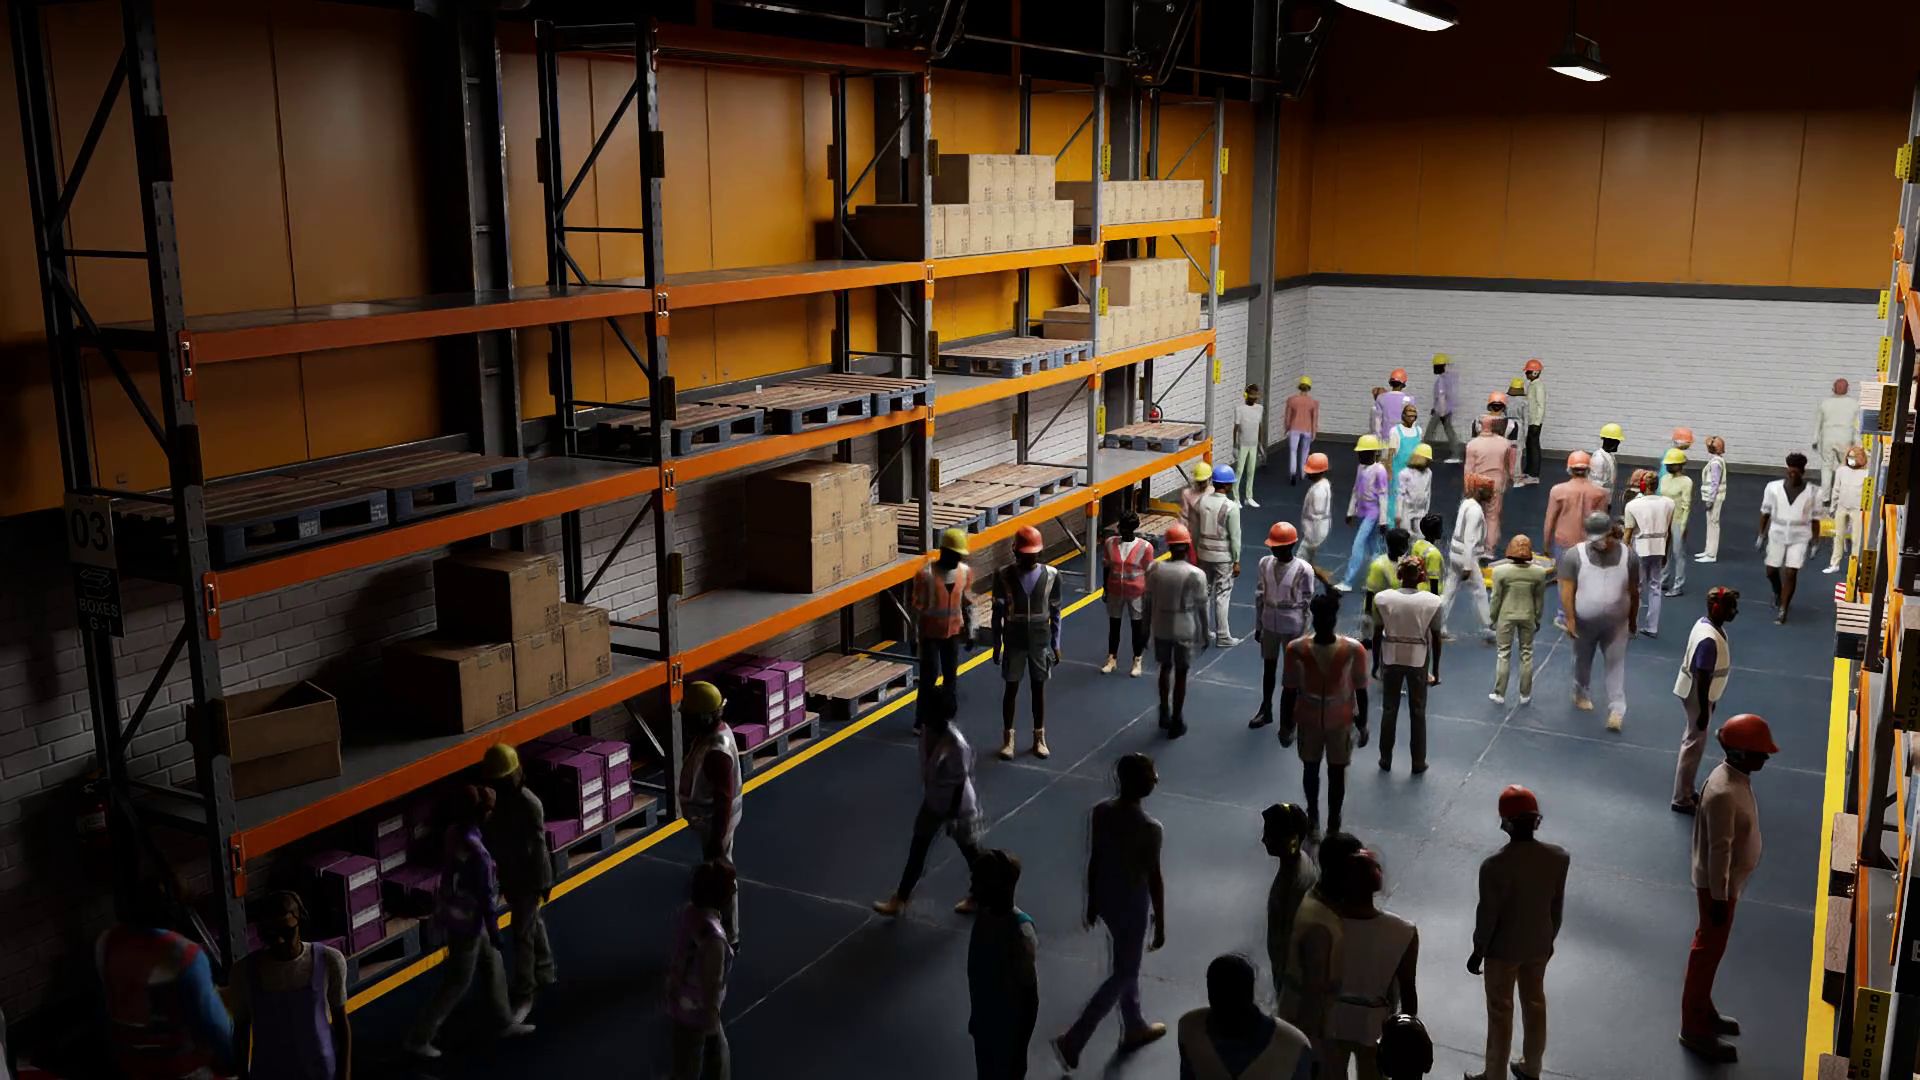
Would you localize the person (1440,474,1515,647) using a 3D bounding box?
[{"bbox_3d":[5.465,0.215,17.577,0.933,1.838,0.613,1,13,6],"label":"person"}]

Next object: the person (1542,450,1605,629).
[{"bbox_3d":[6.714,-0.001,18.261,0.614,1.979,0.433,0,13,-2],"label":"person"}]

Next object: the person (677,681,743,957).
[{"bbox_3d":[-1.592,1.778,10.627,0.403,1.827,0.601,-3,13,-13],"label":"person"}]

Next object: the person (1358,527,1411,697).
[{"bbox_3d":[3.986,0.648,16.047,0.548,1.664,0.758,-10,16,-39],"label":"person"}]

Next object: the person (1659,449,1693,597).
[{"bbox_3d":[8.424,-0.210,19.692,0.339,1.761,0.524,-4,13,-16],"label":"person"}]

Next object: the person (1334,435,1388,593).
[{"bbox_3d":[4.750,-0.303,19.797,0.895,1.886,0.606,-2,13,-10],"label":"person"}]

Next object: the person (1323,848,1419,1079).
[{"bbox_3d":[1.884,2.382,7.993,0.585,1.858,0.406,4,13,17],"label":"person"}]

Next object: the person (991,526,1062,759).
[{"bbox_3d":[0.570,0.874,14.197,0.612,2.041,0.380,-1,13,-5],"label":"person"}]

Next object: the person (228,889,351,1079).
[{"bbox_3d":[-3.016,2.455,7.560,0.506,1.846,0.346,-5,13,-20],"label":"person"}]

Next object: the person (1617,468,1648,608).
[{"bbox_3d":[7.781,-0.023,19.141,0.502,1.617,0.531,-2,13,-8],"label":"person"}]

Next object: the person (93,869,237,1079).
[{"bbox_3d":[-3.728,2.412,7.822,0.671,1.818,0.450,6,14,24],"label":"person"}]

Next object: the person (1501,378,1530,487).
[{"bbox_3d":[8.804,-1.712,26.449,0.489,1.744,0.295,9,15,35],"label":"person"}]

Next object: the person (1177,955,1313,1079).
[{"bbox_3d":[1.229,2.558,7.094,0.603,1.869,0.727,6,14,25],"label":"person"}]

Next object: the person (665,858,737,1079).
[{"bbox_3d":[-1.411,2.394,8.404,0.703,1.599,0.531,-4,13,-16],"label":"person"}]

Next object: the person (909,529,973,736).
[{"bbox_3d":[-0.160,0.822,14.762,0.658,1.901,0.446,-9,15,-34],"label":"person"}]

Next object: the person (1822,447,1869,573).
[{"bbox_3d":[11.037,-0.352,20.604,0.277,1.632,0.502,-9,15,-34],"label":"person"}]

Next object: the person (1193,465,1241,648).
[{"bbox_3d":[2.730,0.166,17.575,0.404,1.944,0.614,-10,16,-38],"label":"person"}]

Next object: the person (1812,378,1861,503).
[{"bbox_3d":[13.273,-1.510,25.205,0.668,1.888,0.517,7,14,29],"label":"person"}]

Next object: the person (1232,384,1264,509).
[{"bbox_3d":[4.293,-1.403,24.790,0.533,1.864,0.310,-5,14,-23],"label":"person"}]

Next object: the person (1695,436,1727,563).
[{"bbox_3d":[9.660,-0.520,21.349,0.315,1.636,0.515,6,14,26],"label":"person"}]

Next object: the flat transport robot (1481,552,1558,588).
[{"bbox_3d":[6.907,0.392,20.350,1.431,0.197,0.652,-12,17,-42],"label":"flat transport robot"}]

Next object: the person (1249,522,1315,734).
[{"bbox_3d":[2.876,0.778,14.875,0.547,1.930,0.382,10,16,37],"label":"person"}]

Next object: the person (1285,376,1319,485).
[{"bbox_3d":[5.470,-1.761,26.655,0.521,1.740,0.782,2,13,9],"label":"person"}]

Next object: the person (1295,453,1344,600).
[{"bbox_3d":[3.976,-0.073,18.774,0.619,1.892,0.576,4,13,16],"label":"person"}]

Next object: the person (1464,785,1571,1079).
[{"bbox_3d":[3.003,2.174,9.044,0.563,1.741,0.339,-5,13,-20],"label":"person"}]

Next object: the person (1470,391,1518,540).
[{"bbox_3d":[7.251,-1.011,22.668,0.611,2.032,0.411,3,13,14],"label":"person"}]

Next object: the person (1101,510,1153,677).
[{"bbox_3d":[1.655,0.524,16.544,0.529,1.695,0.321,5,14,22],"label":"person"}]

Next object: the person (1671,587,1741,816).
[{"bbox_3d":[5.795,1.248,13.000,0.405,1.835,0.560,6,14,25],"label":"person"}]

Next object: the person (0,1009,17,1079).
[{"bbox_3d":[-4.207,2.586,7.013,0.429,1.833,0.637,3,13,13],"label":"person"}]

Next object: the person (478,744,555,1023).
[{"bbox_3d":[-2.649,1.997,9.945,0.498,1.712,0.613,8,15,33],"label":"person"}]

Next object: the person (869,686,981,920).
[{"bbox_3d":[-0.163,1.767,11.055,0.886,1.642,0.549,-9,15,-34],"label":"person"}]

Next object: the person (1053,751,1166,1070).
[{"bbox_3d":[0.857,2.081,9.309,0.817,1.819,0.521,-9,16,-36],"label":"person"}]

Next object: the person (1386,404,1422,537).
[{"bbox_3d":[6.088,-0.947,22.793,0.515,1.842,0.327,-4,13,-19],"label":"person"}]

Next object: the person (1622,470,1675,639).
[{"bbox_3d":[7.351,0.167,17.829,0.560,1.836,0.394,-2,13,-10],"label":"person"}]

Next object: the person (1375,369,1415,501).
[{"bbox_3d":[6.566,-1.565,25.107,0.605,2.045,0.383,8,15,31],"label":"person"}]

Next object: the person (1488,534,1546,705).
[{"bbox_3d":[5.232,0.752,15.664,0.500,1.633,0.285,1,13,4],"label":"person"}]

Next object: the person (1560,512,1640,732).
[{"bbox_3d":[5.834,0.652,15.188,0.706,2.000,0.992,3,13,15],"label":"person"}]

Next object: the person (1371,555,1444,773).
[{"bbox_3d":[3.715,1.041,13.886,0.564,1.846,0.390,5,13,20],"label":"person"}]

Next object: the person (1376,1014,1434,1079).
[{"bbox_3d":[1.703,2.707,6.453,0.503,1.839,0.349,-1,13,-4],"label":"person"}]

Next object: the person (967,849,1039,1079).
[{"bbox_3d":[0.185,2.355,8.006,0.332,1.844,0.518,-6,14,-25],"label":"person"}]

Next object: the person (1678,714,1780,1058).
[{"bbox_3d":[4.387,1.942,9.516,0.396,1.992,0.623,7,14,28],"label":"person"}]

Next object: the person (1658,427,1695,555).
[{"bbox_3d":[9.192,-0.628,21.637,0.536,1.729,0.566,4,13,19],"label":"person"}]

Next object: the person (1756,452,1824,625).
[{"bbox_3d":[9.242,-0.044,18.525,0.646,1.943,0.565,9,15,34],"label":"person"}]

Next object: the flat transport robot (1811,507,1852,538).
[{"bbox_3d":[12.092,-0.283,23.372,0.652,0.197,1.431,5,13,20],"label":"flat transport robot"}]

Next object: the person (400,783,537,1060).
[{"bbox_3d":[-2.843,2.157,9.418,0.736,1.604,0.512,-5,14,-23],"label":"person"}]

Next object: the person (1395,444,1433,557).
[{"bbox_3d":[5.522,-0.329,20.290,0.537,1.725,0.347,-5,13,-20],"label":"person"}]

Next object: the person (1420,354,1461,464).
[{"bbox_3d":[8.188,-2.248,28.552,0.989,1.875,0.611,8,15,30],"label":"person"}]

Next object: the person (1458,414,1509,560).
[{"bbox_3d":[6.750,-0.687,21.551,0.666,1.888,0.628,-3,13,-15],"label":"person"}]

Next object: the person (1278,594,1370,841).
[{"bbox_3d":[2.682,1.349,12.264,0.662,1.947,0.713,4,13,16],"label":"person"}]

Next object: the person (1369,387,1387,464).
[{"bbox_3d":[6.584,-1.592,26.145,0.315,1.640,0.519,12,17,42],"label":"person"}]

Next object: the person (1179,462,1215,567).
[{"bbox_3d":[2.785,-0.074,19.144,0.525,1.738,0.716,2,13,10],"label":"person"}]

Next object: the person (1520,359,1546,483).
[{"bbox_3d":[9.194,-1.909,26.757,0.396,1.993,0.617,1,13,5],"label":"person"}]

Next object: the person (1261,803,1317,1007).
[{"bbox_3d":[1.671,2.228,8.552,0.334,1.860,0.509,2,13,9],"label":"person"}]

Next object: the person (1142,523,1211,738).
[{"bbox_3d":[1.932,0.797,14.789,0.560,1.921,0.468,7,14,28],"label":"person"}]

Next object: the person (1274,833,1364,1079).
[{"bbox_3d":[1.734,2.330,8.013,0.439,1.887,0.631,4,13,18],"label":"person"}]

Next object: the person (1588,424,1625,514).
[{"bbox_3d":[7.974,-0.498,20.628,0.403,1.919,0.581,8,15,30],"label":"person"}]

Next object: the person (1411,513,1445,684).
[{"bbox_3d":[4.590,0.563,16.365,0.315,1.695,0.541,-1,13,-5],"label":"person"}]
